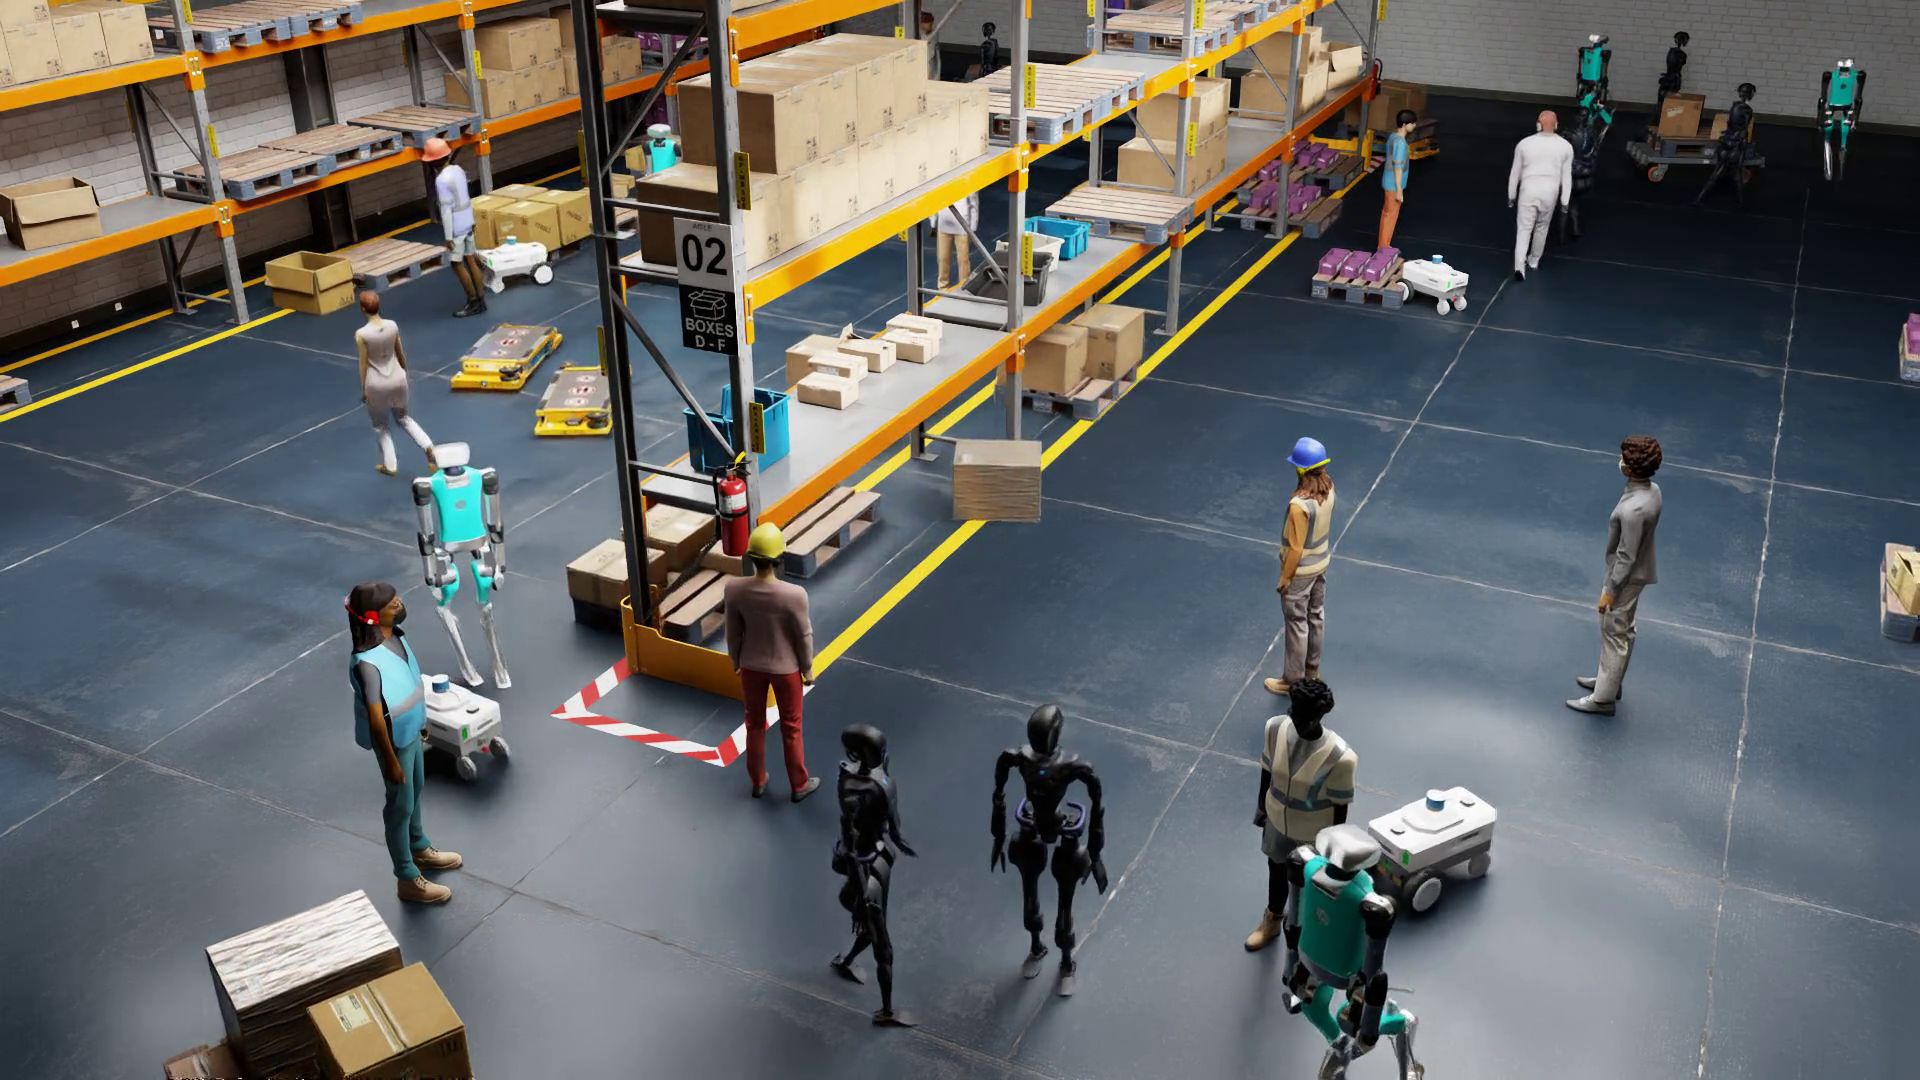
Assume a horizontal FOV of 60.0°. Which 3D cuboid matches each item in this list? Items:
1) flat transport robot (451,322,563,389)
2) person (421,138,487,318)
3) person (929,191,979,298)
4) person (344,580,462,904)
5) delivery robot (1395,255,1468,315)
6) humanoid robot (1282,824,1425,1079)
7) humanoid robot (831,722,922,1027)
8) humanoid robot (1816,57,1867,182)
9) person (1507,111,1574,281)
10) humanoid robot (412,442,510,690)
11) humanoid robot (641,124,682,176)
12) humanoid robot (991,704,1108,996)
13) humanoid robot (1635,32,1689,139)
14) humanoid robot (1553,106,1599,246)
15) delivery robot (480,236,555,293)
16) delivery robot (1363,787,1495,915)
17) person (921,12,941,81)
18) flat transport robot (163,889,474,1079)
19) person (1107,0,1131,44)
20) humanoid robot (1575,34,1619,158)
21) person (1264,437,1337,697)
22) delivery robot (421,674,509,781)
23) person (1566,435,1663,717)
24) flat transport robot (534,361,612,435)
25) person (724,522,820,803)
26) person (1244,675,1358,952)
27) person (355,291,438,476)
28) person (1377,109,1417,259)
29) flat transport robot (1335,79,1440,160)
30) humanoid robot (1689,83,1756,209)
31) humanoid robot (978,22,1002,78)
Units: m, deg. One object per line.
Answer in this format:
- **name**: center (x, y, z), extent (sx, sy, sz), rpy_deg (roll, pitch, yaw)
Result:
- **flat transport robot**: center (-4.474, -1.829, 16.473), extent (0.659, 0.231, 1.431), rpy_deg (2, 26, 5)
- **person**: center (-5.356, -3.329, 17.658), extent (0.430, 1.915, 0.646), rpy_deg (3, 26, 6)
- **person**: center (-0.075, -3.396, 17.960), extent (0.584, 1.747, 0.345), rpy_deg (10, 28, 19)
- **person**: center (-2.984, 1.064, 8.829), extent (0.391, 1.866, 0.516), rpy_deg (-1, 26, -2)
- **delivery robot**: center (5.153, -2.803, 18.135), extent (0.499, 0.611, 0.809), rpy_deg (-16, 31, -29)
- **humanoid robot**: center (1.814, 1.914, 7.293), extent (0.996, 1.777, 0.530), rpy_deg (-19, 32, -33)
- **humanoid robot**: center (-0.417, 1.567, 8.072), extent (0.569, 1.649, 0.609), rpy_deg (8, 28, 17)
- **humanoid robot**: center (11.978, -5.703, 22.753), extent (0.597, 1.858, 0.807), rpy_deg (11, 28, 21)
- **person**: center (6.570, -3.903, 18.881), extent (0.690, 1.856, 0.959), rpy_deg (6, 27, 12)
- **humanoid robot**: center (-3.240, 0.130, 10.820), extent (0.539, 1.762, 0.665), rpy_deg (-12, 29, -22)
- **humanoid robot**: center (-3.404, -3.752, 18.746), extent (0.558, 1.753, 1.041), rpy_deg (11, 28, 21)
- **humanoid robot**: center (0.444, 1.494, 8.177), extent (0.613, 1.640, 0.380), rpy_deg (8, 27, 16)
- **humanoid robot**: center (10.702, -6.814, 25.011), extent (0.787, 1.629, 0.600), rpy_deg (2, 26, 3)
- **humanoid robot**: center (7.389, -4.387, 20.059), extent (0.609, 1.645, 0.336), rpy_deg (-6, 27, -11)
- **delivery robot**: center (-5.001, -3.129, 18.789), extent (0.781, 0.605, 0.499), rpy_deg (-17, 31, -31)
- **delivery robot**: center (2.562, 1.654, 9.124), extent (0.801, 0.602, 0.499), rpy_deg (-14, 30, -27)
- **person**: center (-0.531, -7.169, 25.515), extent (0.543, 1.814, 0.470), rpy_deg (-13, 29, -25)
- **flat transport robot**: center (-2.830, 2.694, 7.336), extent (1.431, 0.231, 0.659), rpy_deg (-18, 32, -32)
- **person**: center (2.730, -9.024, 29.134), extent (0.532, 1.931, 0.409), rpy_deg (18, 32, 32)
- **humanoid robot**: center (9.228, -6.395, 24.055), extent (0.690, 1.810, 0.557), rpy_deg (-13, 29, -24)
- **person**: center (2.195, 0.175, 10.723), extent (0.325, 1.775, 0.481), rpy_deg (21, 33, 36)
- **delivery robot**: center (-3.176, 1.108, 10.233), extent (0.807, 0.609, 0.499), rpy_deg (15, 30, 28)
- **person**: center (4.183, 0.235, 10.469), extent (0.401, 1.899, 0.534), rpy_deg (17, 31, 30)
- **flat transport robot**: center (-3.494, -1.317, 15.438), extent (0.659, 0.231, 1.431), rpy_deg (-1, 26, -2)
- **person**: center (-1.091, 0.716, 9.643), extent (0.524, 1.768, 0.325), rpy_deg (7, 27, 15)
- **person**: center (1.704, 1.413, 8.323), extent (0.535, 1.692, 0.319), rpy_deg (23, 35, 38)
- **person**: center (-4.705, -1.263, 13.786), extent (0.619, 1.634, 0.427), rpy_deg (18, 32, 32)
- **person**: center (5.113, -4.162, 19.508), extent (0.332, 1.759, 0.498), rpy_deg (3, 26, 6)
- **flat transport robot**: center (6.316, -5.885, 24.665), extent (0.659, 0.231, 1.431), rpy_deg (-24, 35, -39)
- **humanoid robot**: center (10.019, -5.102, 21.560), extent (0.796, 1.633, 0.594), rpy_deg (-1, 26, -1)
- **humanoid robot**: center (0.452, -7.062, 25.441), extent (0.315, 1.657, 0.599), rpy_deg (13, 29, 25)
